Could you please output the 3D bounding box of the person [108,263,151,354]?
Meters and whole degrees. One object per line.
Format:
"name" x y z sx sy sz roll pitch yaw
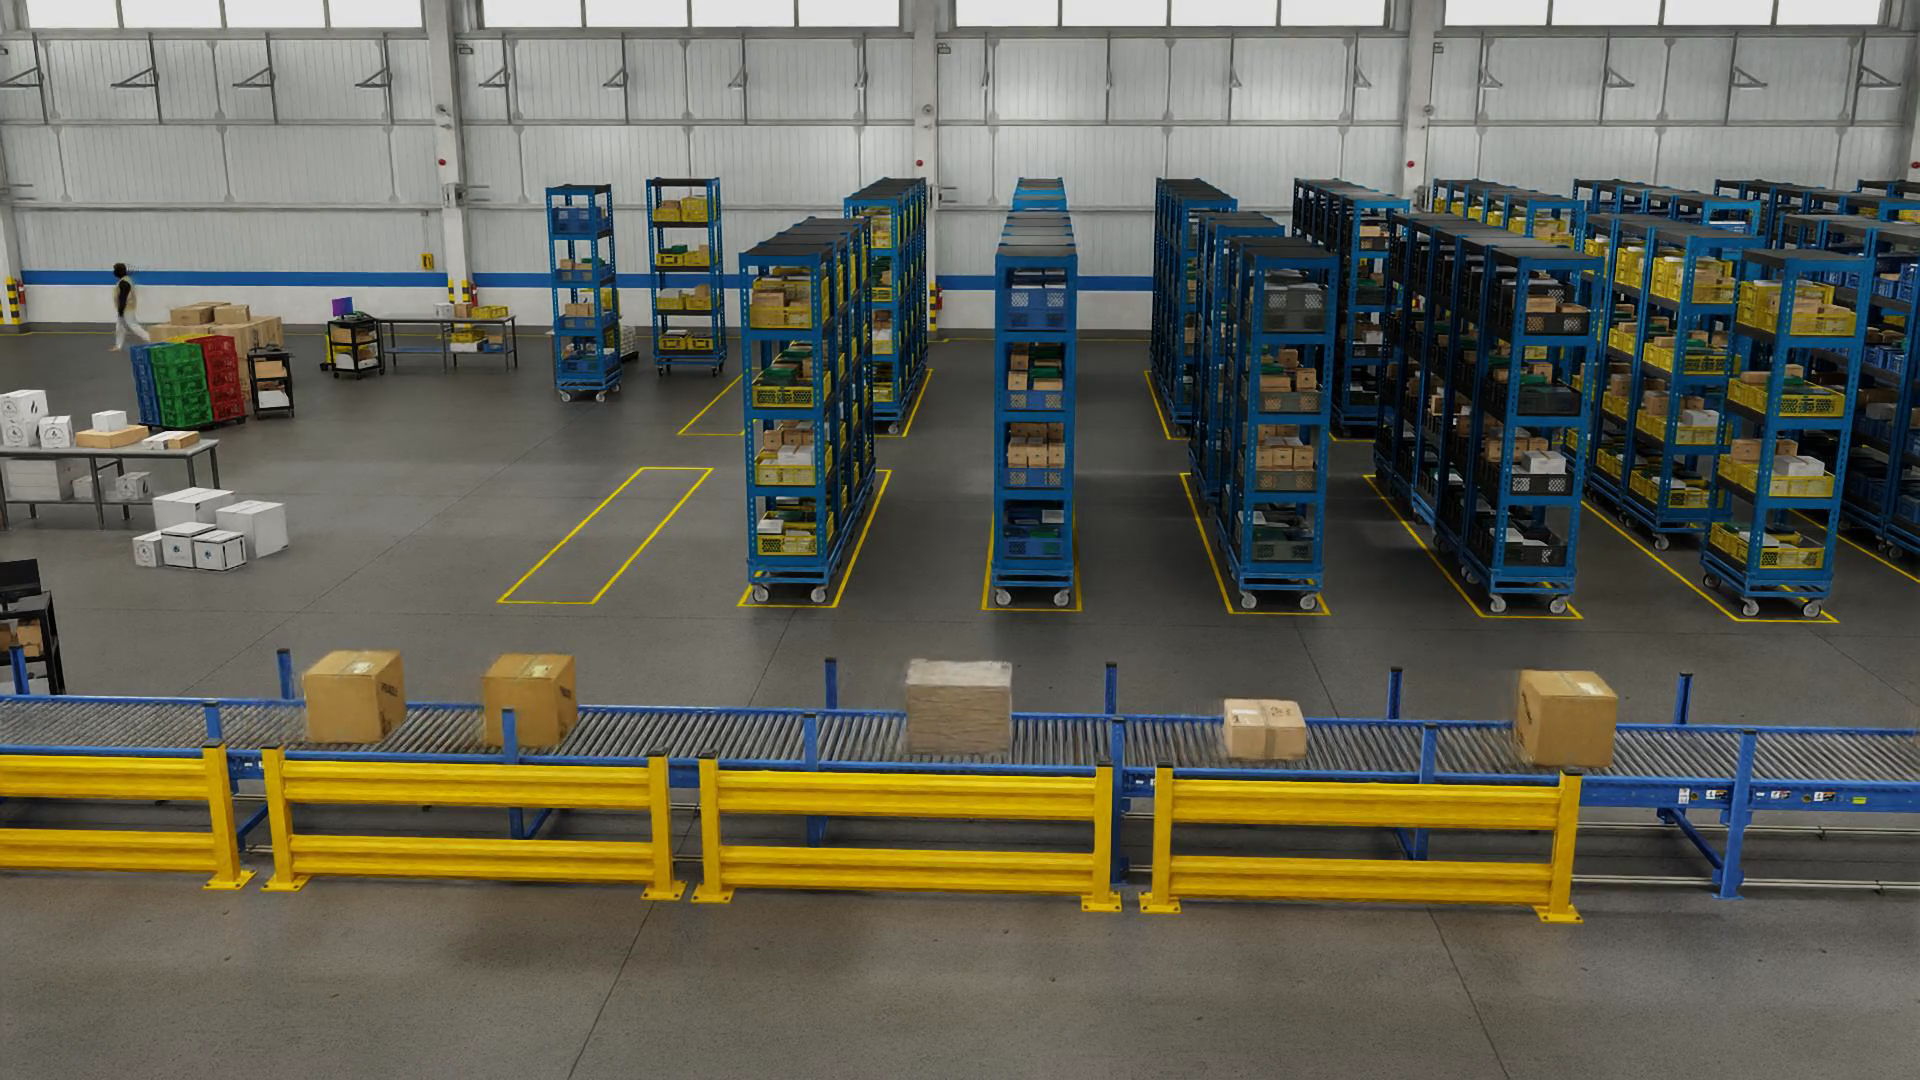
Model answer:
"person" -16.665 -4.644 33.345 0.895 1.815 0.617 -9 17 -29
